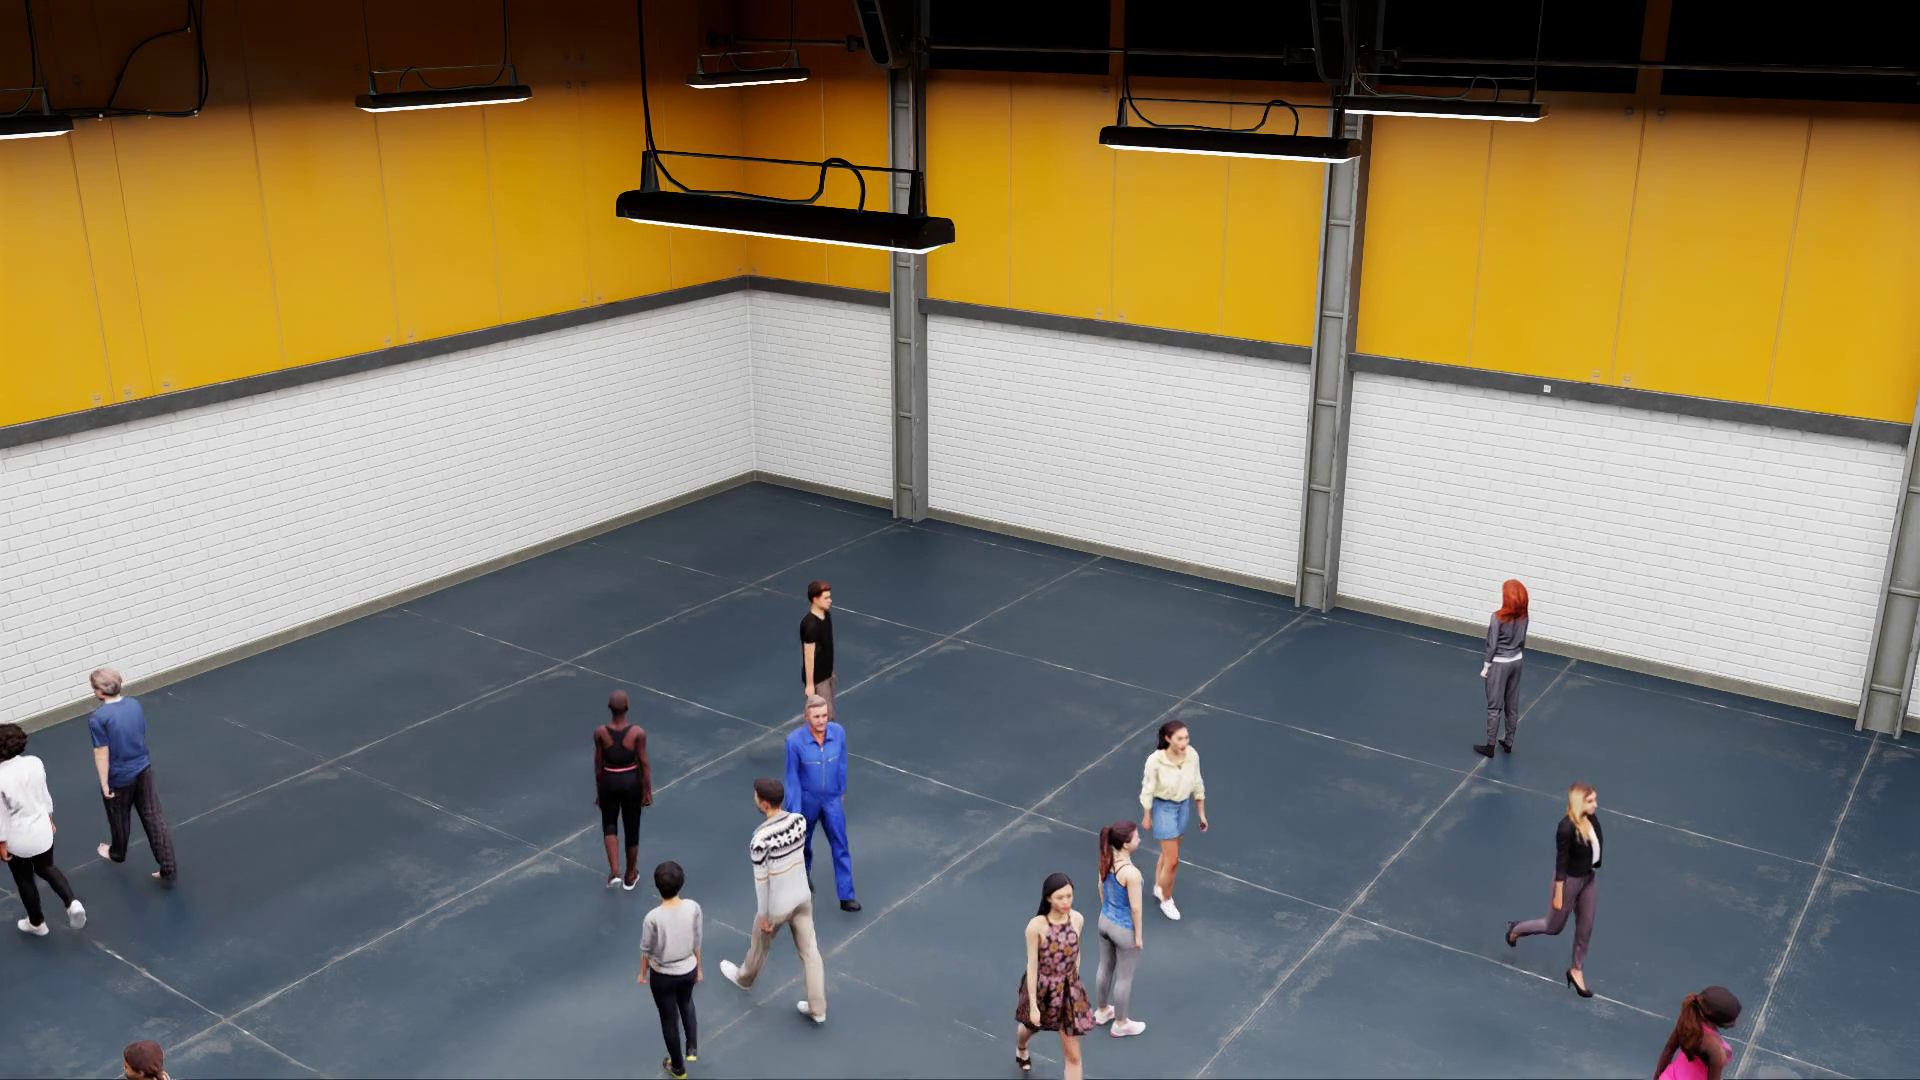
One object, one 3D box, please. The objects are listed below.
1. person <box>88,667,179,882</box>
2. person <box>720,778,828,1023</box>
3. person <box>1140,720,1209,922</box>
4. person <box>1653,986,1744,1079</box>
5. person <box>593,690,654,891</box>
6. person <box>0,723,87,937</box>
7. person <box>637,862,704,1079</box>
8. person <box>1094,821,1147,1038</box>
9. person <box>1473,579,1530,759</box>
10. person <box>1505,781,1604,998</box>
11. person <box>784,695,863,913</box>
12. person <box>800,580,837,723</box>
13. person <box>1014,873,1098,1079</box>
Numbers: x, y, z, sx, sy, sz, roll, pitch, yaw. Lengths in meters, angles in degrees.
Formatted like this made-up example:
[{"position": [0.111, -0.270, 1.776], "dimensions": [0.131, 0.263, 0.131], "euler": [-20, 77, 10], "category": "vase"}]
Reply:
[{"position": [-6.659, 1.958, 13.482], "dimensions": [1.165, 1.802, 0.702], "euler": [10, 21, 28], "category": "person"}, {"position": [-1.170, 2.567, 11.662], "dimensions": [0.861, 1.809, 1.239], "euler": [-17, 25, -41], "category": "person"}, {"position": [1.637, 2.152, 13.201], "dimensions": [0.800, 1.613, 0.868], "euler": [-9, 21, -26], "category": "person"}, {"position": [4.169, 3.274, 9.735], "dimensions": [0.844, 1.699, 0.773], "euler": [-8, 20, -24], "category": "person"}, {"position": [-2.718, 2.046, 13.298], "dimensions": [0.838, 1.751, 0.888], "euler": [-2, 19, -5], "category": "person"}, {"position": [-7.050, 2.236, 12.672], "dimensions": [0.937, 1.791, 0.704], "euler": [10, 21, 26], "category": "person"}, {"position": [-1.872, 2.908, 11.077], "dimensions": [0.630, 1.536, 0.625], "euler": [-14, 23, -36], "category": "person"}, {"position": [1.112, 2.693, 11.600], "dimensions": [0.694, 1.609, 0.571], "euler": [-12, 22, -31], "category": "person"}, {"position": [5.157, 1.202, 15.756], "dimensions": [0.654, 1.782, 0.679], "euler": [-7, 20, -19], "category": "person"}, {"position": [4.374, 2.503, 12.112], "dimensions": [0.789, 1.643, 1.044], "euler": [-14, 23, -36], "category": "person"}, {"position": [-1.181, 2.044, 13.249], "dimensions": [1.100, 1.787, 1.274], "euler": [-9, 20, -24], "category": "person"}, {"position": [-1.396, 1.250, 15.506], "dimensions": [0.862, 1.851, 0.820], "euler": [5, 19, 14], "category": "person"}, {"position": [0.544, 2.922, 10.731], "dimensions": [1.033, 1.730, 1.235], "euler": [-7, 20, -20], "category": "person"}]
